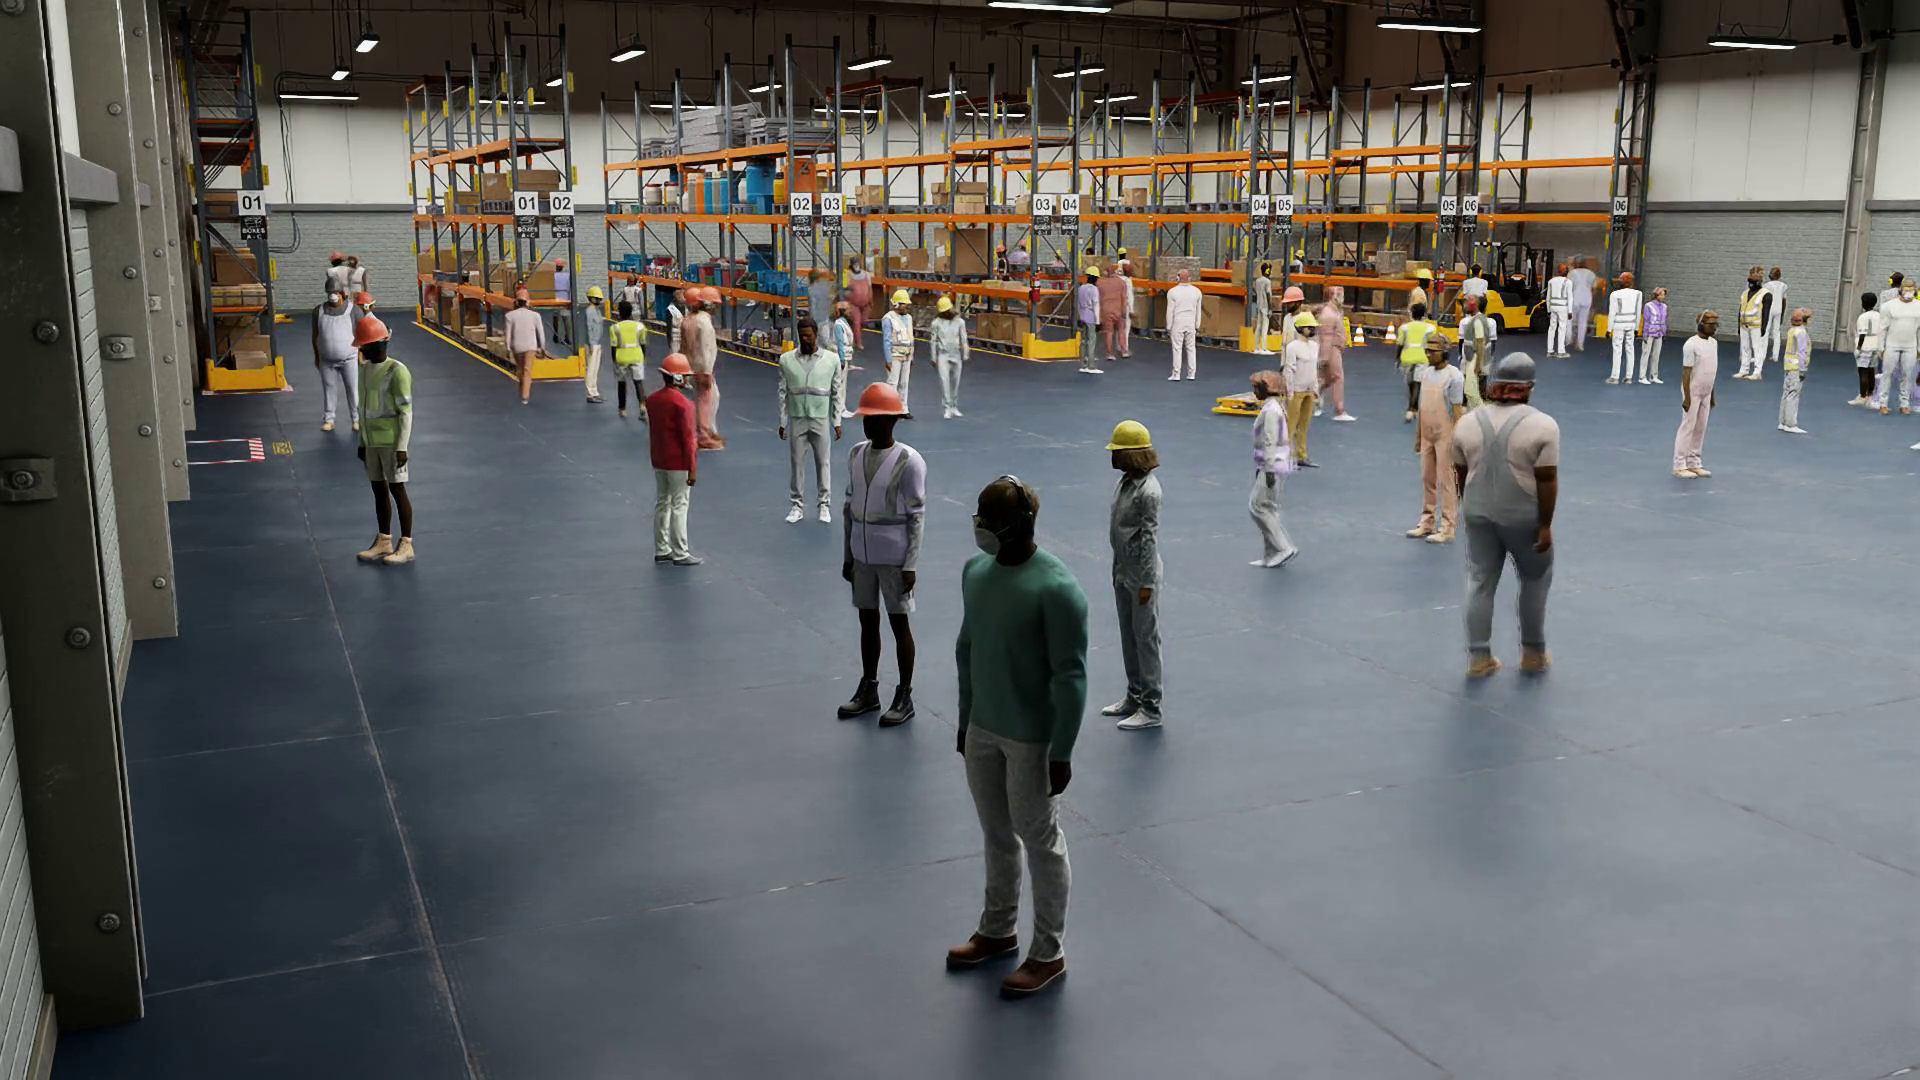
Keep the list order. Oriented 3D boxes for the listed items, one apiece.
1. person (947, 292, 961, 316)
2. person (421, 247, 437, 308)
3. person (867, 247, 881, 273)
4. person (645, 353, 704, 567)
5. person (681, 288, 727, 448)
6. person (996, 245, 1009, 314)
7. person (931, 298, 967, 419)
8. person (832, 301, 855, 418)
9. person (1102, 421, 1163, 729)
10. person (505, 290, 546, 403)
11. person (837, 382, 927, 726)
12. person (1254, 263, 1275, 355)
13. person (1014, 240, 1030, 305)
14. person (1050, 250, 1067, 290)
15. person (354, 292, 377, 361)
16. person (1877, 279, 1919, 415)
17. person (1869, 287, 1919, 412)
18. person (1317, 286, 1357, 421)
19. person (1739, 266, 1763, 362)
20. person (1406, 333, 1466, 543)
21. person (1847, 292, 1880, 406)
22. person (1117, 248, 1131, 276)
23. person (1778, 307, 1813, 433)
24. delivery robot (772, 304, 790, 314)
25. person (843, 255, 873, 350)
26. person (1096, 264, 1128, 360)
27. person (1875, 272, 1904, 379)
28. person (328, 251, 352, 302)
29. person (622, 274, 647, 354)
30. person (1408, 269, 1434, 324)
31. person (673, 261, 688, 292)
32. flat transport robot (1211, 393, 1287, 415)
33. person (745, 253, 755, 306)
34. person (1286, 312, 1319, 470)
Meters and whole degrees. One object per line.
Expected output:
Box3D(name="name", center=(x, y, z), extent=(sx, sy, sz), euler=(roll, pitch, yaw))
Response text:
Box3D(name="person", center=(-0.166, -7.129, 46.163), extent=(0.574, 1.884, 0.356), euler=(-4, 12, -19))
Box3D(name="person", center=(-14.279, -6.875, 44.639), extent=(0.752, 1.963, 0.632), euler=(-8, 14, -35))
Box3D(name="person", center=(-2.416, -7.524, 48.191), extent=(0.679, 1.874, 0.528), euler=(8, 14, 36))
Box3D(name="person", center=(-2.322, -0.651, 13.601), extent=(0.572, 1.747, 0.345), euler=(11, 15, 44))
Box3D(name="person", center=(-3.149, -2.108, 20.467), extent=(0.508, 1.956, 0.704), euler=(1, 11, 5))
Box3D(name="person", center=(1.109, -6.828, 44.278), extent=(0.408, 2.029, 0.614), euler=(3, 11, 14))
Box3D(name="person", center=(-0.156, -2.540, 23.329), extent=(0.479, 1.684, 0.819), euler=(-3, 11, -13))
Box3D(name="person", center=(-1.655, -2.549, 23.497), extent=(0.308, 1.645, 0.514), euler=(0, 11, 2))
Box3D(name="person", center=(0.968, 0.192, 9.343), extent=(0.336, 1.733, 0.480), euler=(-4, 12, -19))
Box3D(name="person", center=(-6.639, -2.961, 25.438), extent=(0.578, 1.696, 0.921), euler=(-1, 11, -3))
Box3D(name="person", center=(-0.449, 0.078, 9.385), extent=(0.544, 1.943, 0.347), euler=(8, 14, 35))
Box3D(name="person", center=(6.212, -4.708, 33.911), extent=(0.328, 1.865, 0.508), euler=(-5, 12, -23))
Box3D(name="person", center=(1.995, -8.364, 52.074), extent=(0.422, 2.025, 0.623), euler=(-10, 15, -40))
Box3D(name="person", center=(3.003, -7.962, 50.714), extent=(0.545, 1.759, 0.331), euler=(-3, 11, -13))
Box3D(name="person", center=(-8.435, -2.644, 23.701), extent=(0.324, 1.752, 0.562), euler=(-6, 13, -28))
Box3D(name="person", center=(13.453, -2.749, 23.782), extent=(0.625, 1.934, 0.376), euler=(3, 12, 17))
Box3D(name="person", center=(13.784, -2.763, 24.171), extent=(0.954, 1.825, 0.501), euler=(7, 13, 33))
Box3D(name="person", center=(5.128, -2.601, 23.180), extent=(0.791, 1.885, 0.654), euler=(2, 11, 12))
Box3D(name="person", center=(15.344, -4.370, 32.236), extent=(0.346, 1.847, 0.506), euler=(4, 12, 18))
Box3D(name="person", center=(4.194, -0.893, 14.596), extent=(0.337, 1.837, 0.507), euler=(-5, 12, -24))
Box3D(name="person", center=(13.588, -2.860, 24.939), extent=(0.531, 1.697, 0.322), euler=(-8, 14, -35))
Box3D(name="person", center=(4.490, -7.091, 45.902), extent=(0.416, 1.917, 0.590), euler=(8, 14, 36))
Box3D(name="person", center=(11.007, -2.235, 21.895), extent=(0.305, 1.645, 0.522), euler=(2, 11, 10))
Box3D(name="delivery robot", center=(-4.923, -6.466, 45.943), extent=(0.477, 0.478, 0.707), euler=(3, 12, 17))
Box3D(name="person", center=(-2.210, -5.077, 35.331), extent=(0.686, 2.000, 0.768), euler=(-6, 13, -28))
Box3D(name="person", center=(3.007, -4.490, 32.797), extent=(0.652, 1.857, 0.907), euler=(3, 11, 13))
Box3D(name="person", center=(16.256, -3.736, 28.990), extent=(0.511, 1.862, 0.329), euler=(3, 12, 16))
Box3D(name="person", center=(-14.247, -5.651, 38.404), extent=(1.015, 2.004, 0.621), euler=(9, 14, 39))
Box3D(name="person", center=(-6.653, -4.599, 33.924), extent=(0.515, 1.641, 0.309), euler=(5, 12, 25))
Box3D(name="person", center=(8.096, -3.770, 29.036), extent=(0.656, 1.901, 0.589), euler=(2, 11, 11))
Box3D(name="person", center=(-7.636, -6.764, 45.005), extent=(0.502, 1.612, 0.692), euler=(-8, 13, -34))
Box3D(name="flat transport robot", center=(4.285, -1.995, 24.178), extent=(0.652, 0.197, 1.431), euler=(8, 14, 36))
Box3D(name="person", center=(-6.536, -8.092, 51.678), extent=(0.310, 1.638, 0.522), euler=(1, 11, 5))
Box3D(name="person", center=(3.868, -1.682, 18.773), extent=(0.530, 1.772, 0.302), euler=(-9, 15, -40))
